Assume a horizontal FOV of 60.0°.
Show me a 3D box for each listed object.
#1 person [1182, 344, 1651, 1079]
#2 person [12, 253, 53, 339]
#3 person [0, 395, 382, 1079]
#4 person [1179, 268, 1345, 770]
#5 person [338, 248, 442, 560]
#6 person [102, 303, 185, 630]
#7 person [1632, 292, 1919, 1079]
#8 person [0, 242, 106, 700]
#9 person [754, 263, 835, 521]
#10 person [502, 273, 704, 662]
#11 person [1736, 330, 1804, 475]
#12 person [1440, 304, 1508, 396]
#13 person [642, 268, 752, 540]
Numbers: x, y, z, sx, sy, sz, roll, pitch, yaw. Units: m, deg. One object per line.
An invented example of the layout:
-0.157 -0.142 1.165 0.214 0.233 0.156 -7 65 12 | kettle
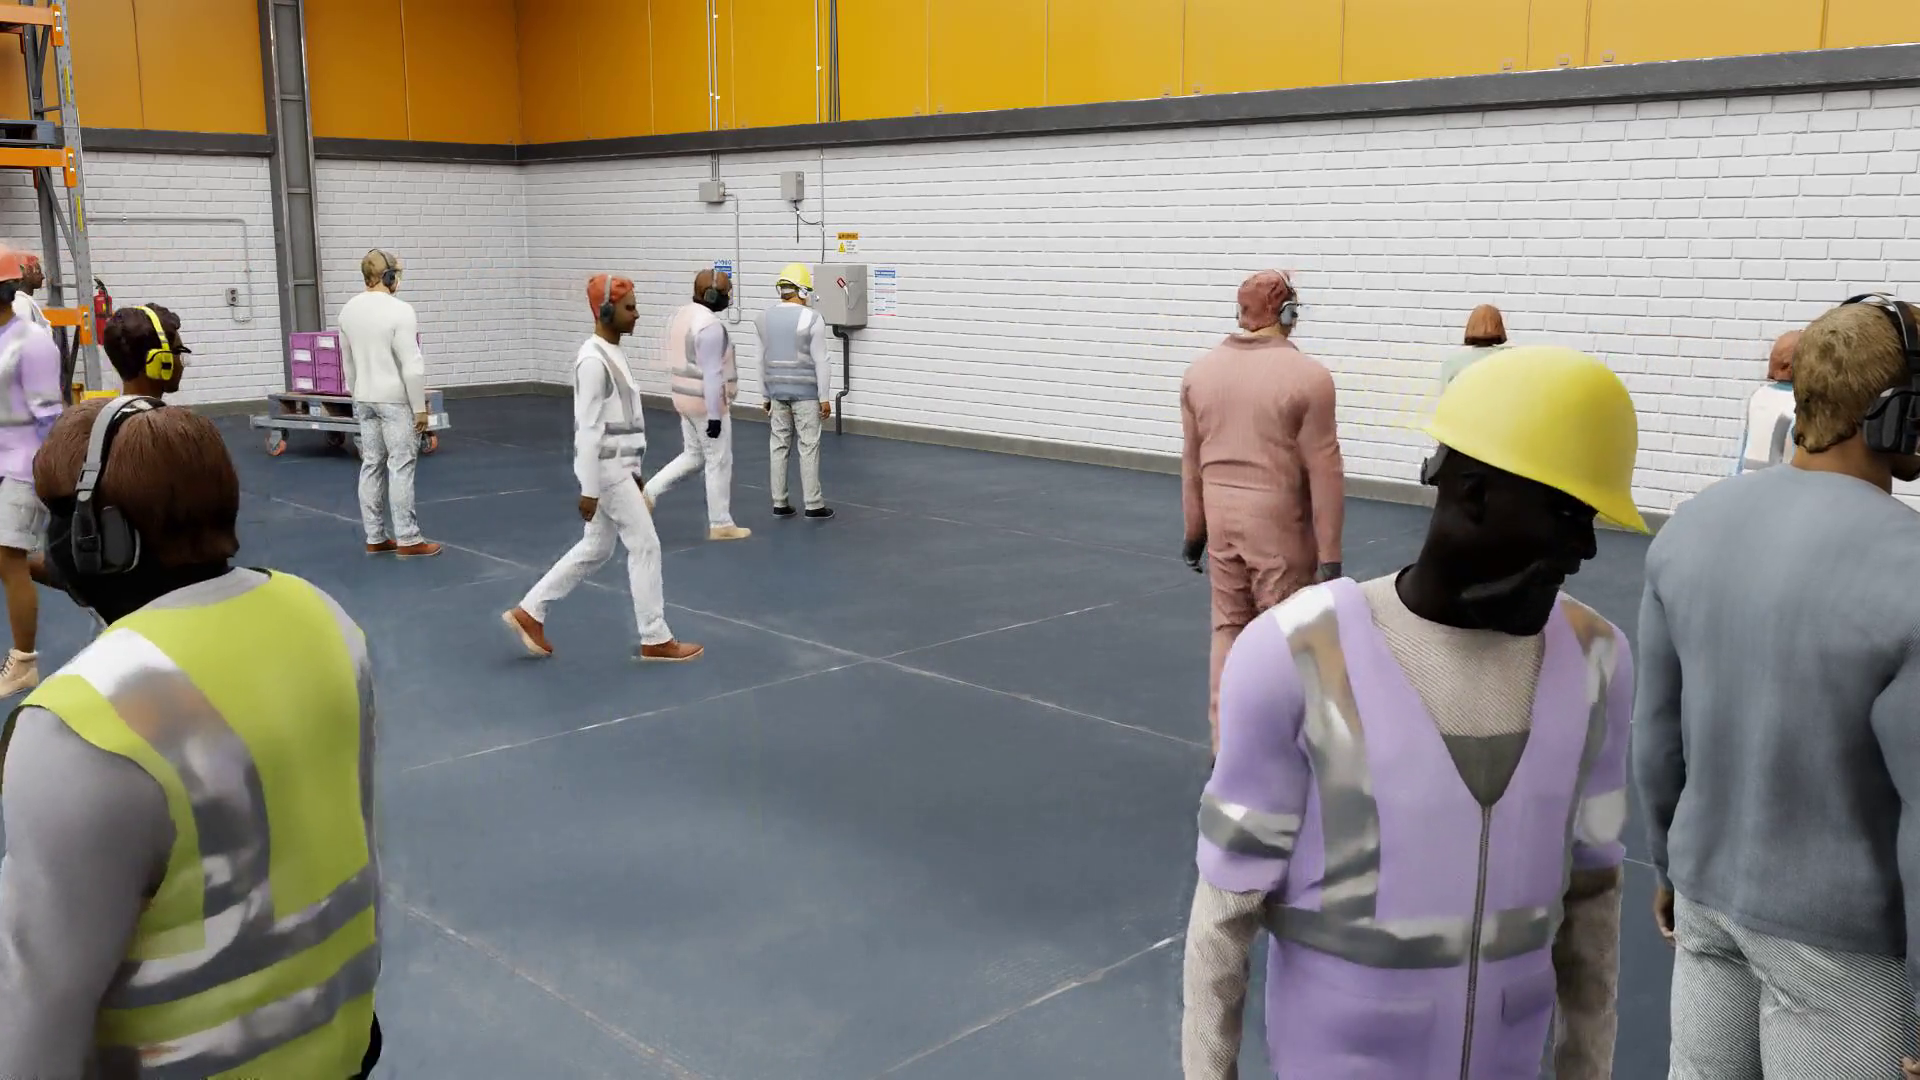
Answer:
0.603 0.691 2.184 0.630 1.887 0.432 -3 11 -14 | person
-7.113 -1.248 12.785 0.355 1.882 0.576 -7 12 -32 | person
-1.152 0.716 2.253 0.848 1.811 0.654 1 10 5 | person
1.126 -0.039 6.164 0.410 1.911 0.696 -10 14 -43 | person
-3.574 -0.839 10.398 0.632 1.940 0.372 6 12 28 | person
-2.501 0.188 5.129 0.538 1.827 0.967 5 12 25 | person
1.306 0.592 2.591 0.353 1.937 0.635 -3 11 -18 | person
-4.120 -0.330 7.416 0.624 2.019 0.777 7 13 35 | person
-1.159 -1.041 11.813 0.586 1.824 0.403 5 12 26 | person
-1.721 -0.322 7.824 0.891 1.856 0.566 -1 10 -8 | person
3.620 -0.095 7.186 0.610 1.617 0.548 0 10 -1 | person
3.105 -0.590 9.903 0.518 1.618 0.422 4 11 19 | person
-1.763 -0.865 10.901 0.747 1.813 0.663 -6 12 -29 | person
